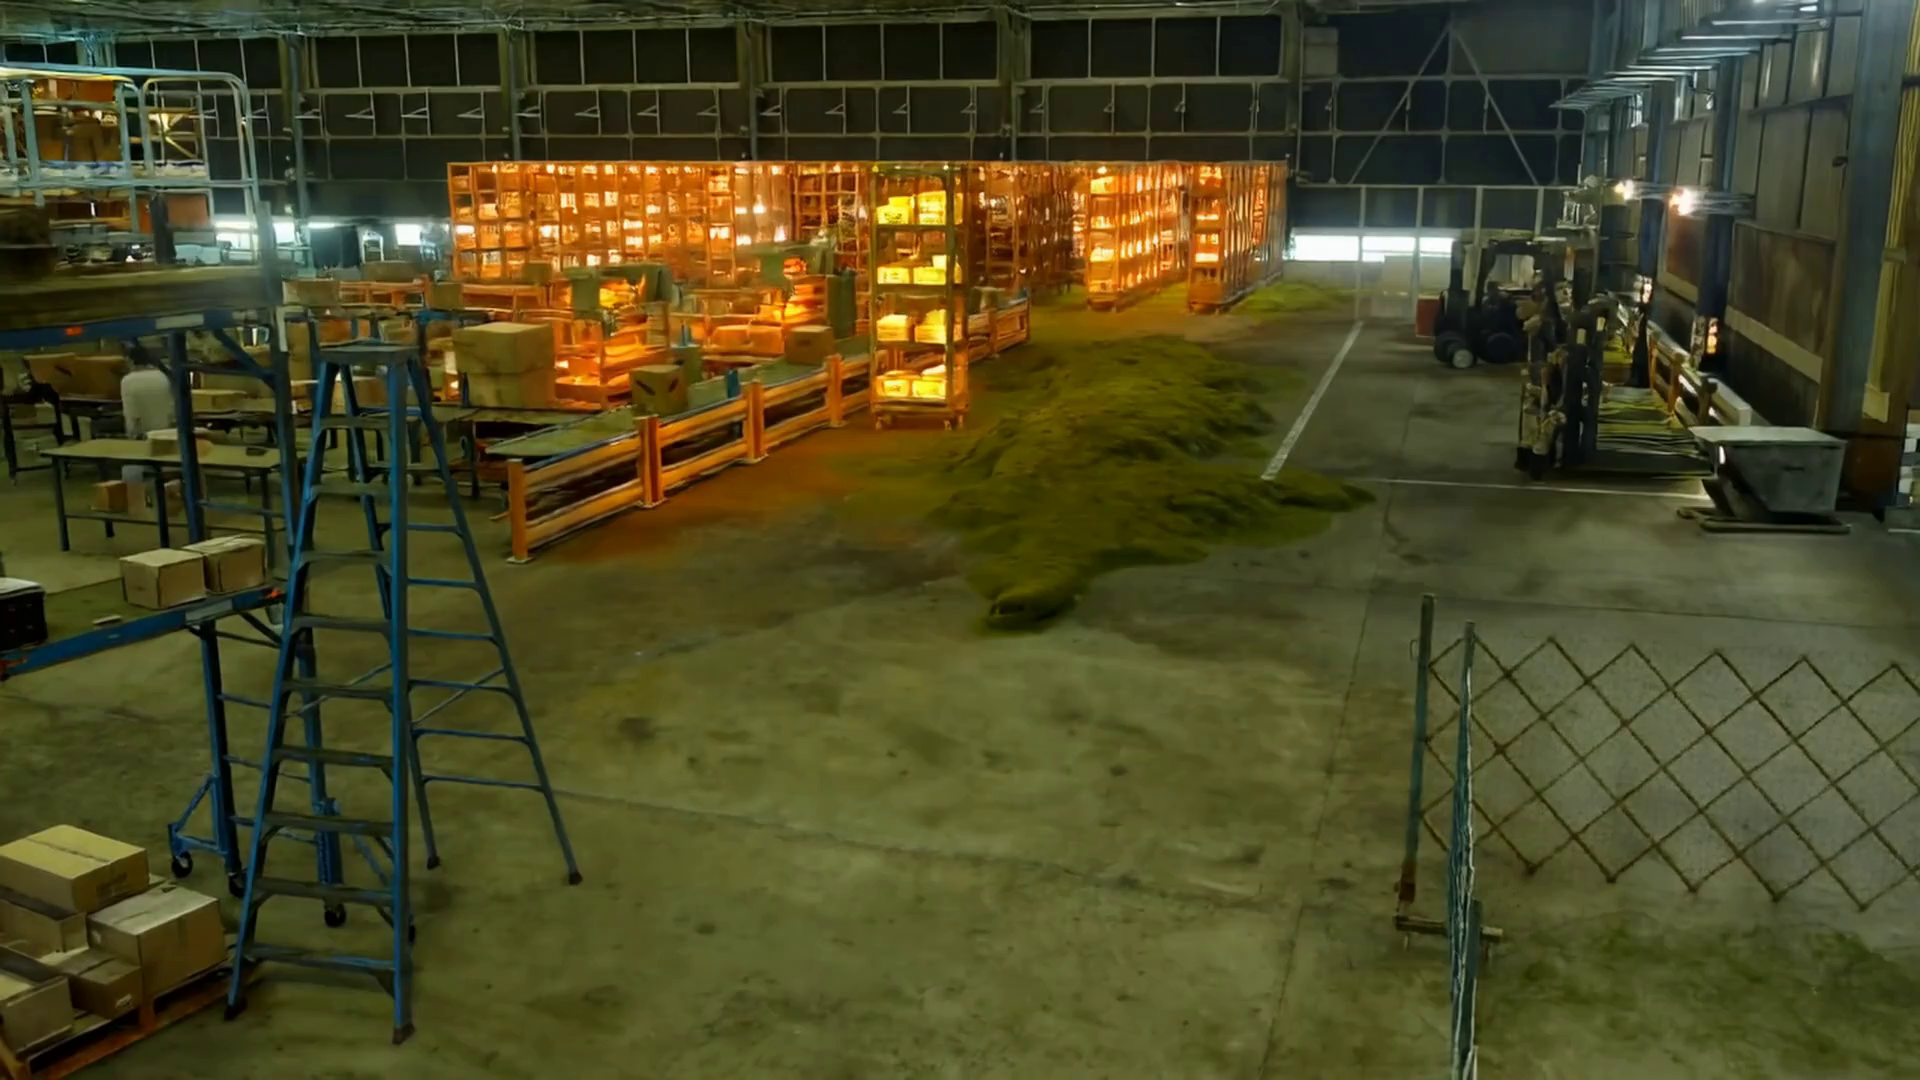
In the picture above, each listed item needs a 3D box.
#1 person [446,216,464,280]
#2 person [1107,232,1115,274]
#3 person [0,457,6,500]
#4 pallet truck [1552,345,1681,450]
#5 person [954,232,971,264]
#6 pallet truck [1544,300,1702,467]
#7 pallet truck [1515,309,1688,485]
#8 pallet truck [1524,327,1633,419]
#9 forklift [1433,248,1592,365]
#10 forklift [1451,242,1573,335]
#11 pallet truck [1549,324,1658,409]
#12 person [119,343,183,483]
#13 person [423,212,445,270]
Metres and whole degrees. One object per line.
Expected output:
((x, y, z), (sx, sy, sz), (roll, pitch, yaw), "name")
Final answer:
((-15.356, -8.900, 50.693), (0.777, 1.964, 0.639), (2, 13, 7), "person")
((4.363, -8.241, 48.125), (0.375, 1.843, 0.574), (4, 14, 17), "person")
((-11.020, -1.441, 18.424), (1.003, 1.994, 0.606), (7, 15, 27), "person")
((8.641, -1.896, 21.908), (1.630, 1.274, 0.653), (4, 14, 16), "pallet truck")
((0.089, -8.818, 50.736), (0.605, 1.823, 0.524), (3, 13, 11), "person")
((8.263, -1.952, 20.631), (1.885, 1.965, 0.823), (5, 14, 20), "pallet truck")
((7.554, -1.677, 19.446), (1.885, 1.965, 0.823), (3, 13, 14), "pallet truck")
((9.065, -2.460, 24.370), (1.522, 1.261, 0.704), (3, 13, 14), "pallet truck")
((9.780, -4.111, 29.280), (2.680, 1.987, 1.157), (3, 13, 14), "forklift")
((10.464, -4.597, 31.405), (2.680, 1.987, 1.157), (4, 14, 16), "forklift")
((9.824, -2.669, 25.407), (1.601, 1.201, 0.680), (4, 14, 16), "pallet truck")
((-8.449, -1.136, 17.399), (0.942, 1.869, 0.647), (5, 14, 19), "person")
((-17.556, -9.967, 55.464), (0.878, 1.913, 0.622), (12, 18, 43), "person")
